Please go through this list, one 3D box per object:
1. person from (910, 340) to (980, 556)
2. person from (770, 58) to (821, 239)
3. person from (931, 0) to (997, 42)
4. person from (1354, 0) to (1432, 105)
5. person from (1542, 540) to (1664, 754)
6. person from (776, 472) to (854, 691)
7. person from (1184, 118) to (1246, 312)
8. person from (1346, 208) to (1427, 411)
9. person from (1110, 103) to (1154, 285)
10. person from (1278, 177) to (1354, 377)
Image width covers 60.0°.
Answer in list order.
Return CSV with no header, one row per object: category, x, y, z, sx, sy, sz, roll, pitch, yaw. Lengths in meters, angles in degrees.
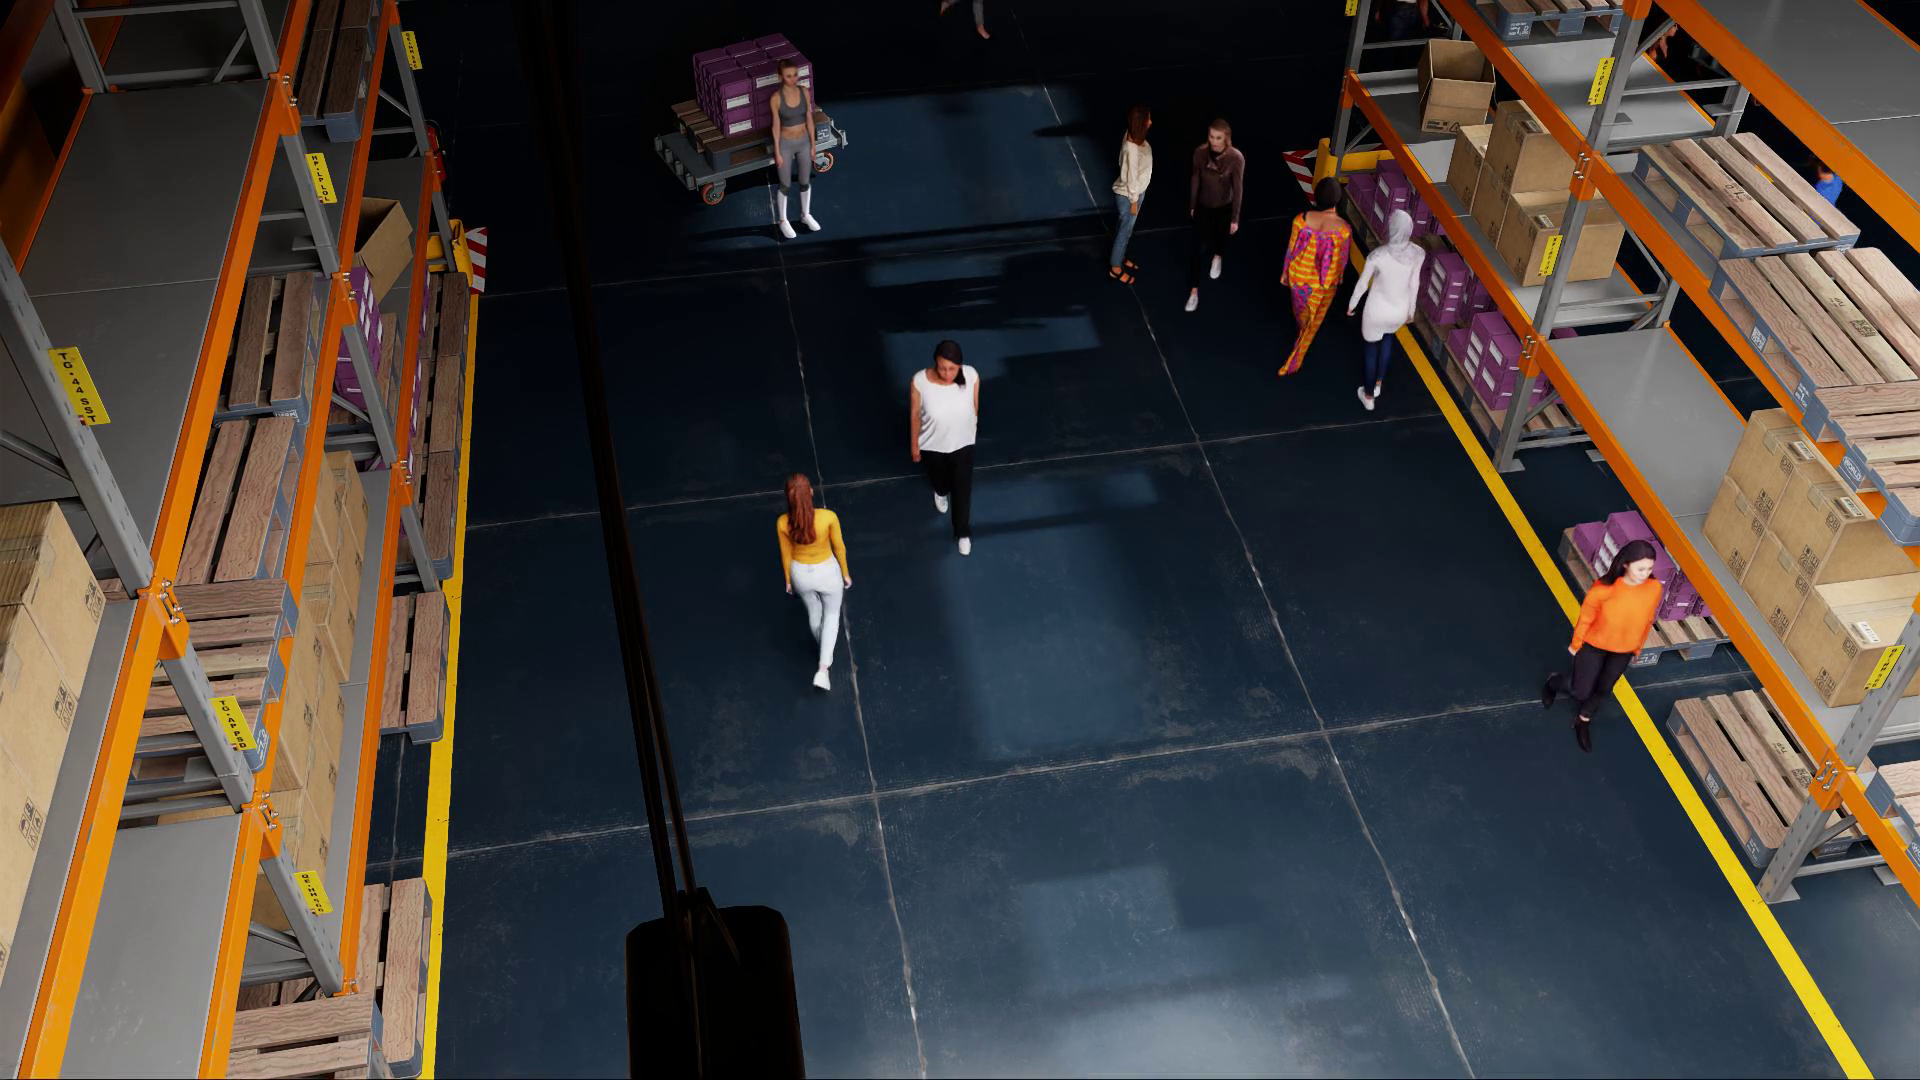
person,-0.103,-0.778,11.961,0.712,1.643,1.084,-4,44,-4
person,-1.482,-3.489,14.765,0.605,1.701,0.595,-21,48,-21
person,0.045,-6.047,17.481,0.887,1.659,0.990,7,44,8
person,4.243,-5.119,16.433,0.925,1.761,1.139,-19,47,-19
person,4.017,0.604,10.443,0.616,1.737,0.738,-6,44,-7
person,-0.932,0.305,10.759,0.698,1.734,0.962,-1,44,-1
person,2.188,-2.843,14.115,0.950,1.663,1.187,13,45,13
person,3.304,-1.720,12.860,0.667,1.769,0.618,-3,44,-3
person,1.444,-2.984,14.252,0.730,1.678,0.576,4,44,4
person,2.813,-2.080,13.333,1.079,1.637,1.233,17,46,17
